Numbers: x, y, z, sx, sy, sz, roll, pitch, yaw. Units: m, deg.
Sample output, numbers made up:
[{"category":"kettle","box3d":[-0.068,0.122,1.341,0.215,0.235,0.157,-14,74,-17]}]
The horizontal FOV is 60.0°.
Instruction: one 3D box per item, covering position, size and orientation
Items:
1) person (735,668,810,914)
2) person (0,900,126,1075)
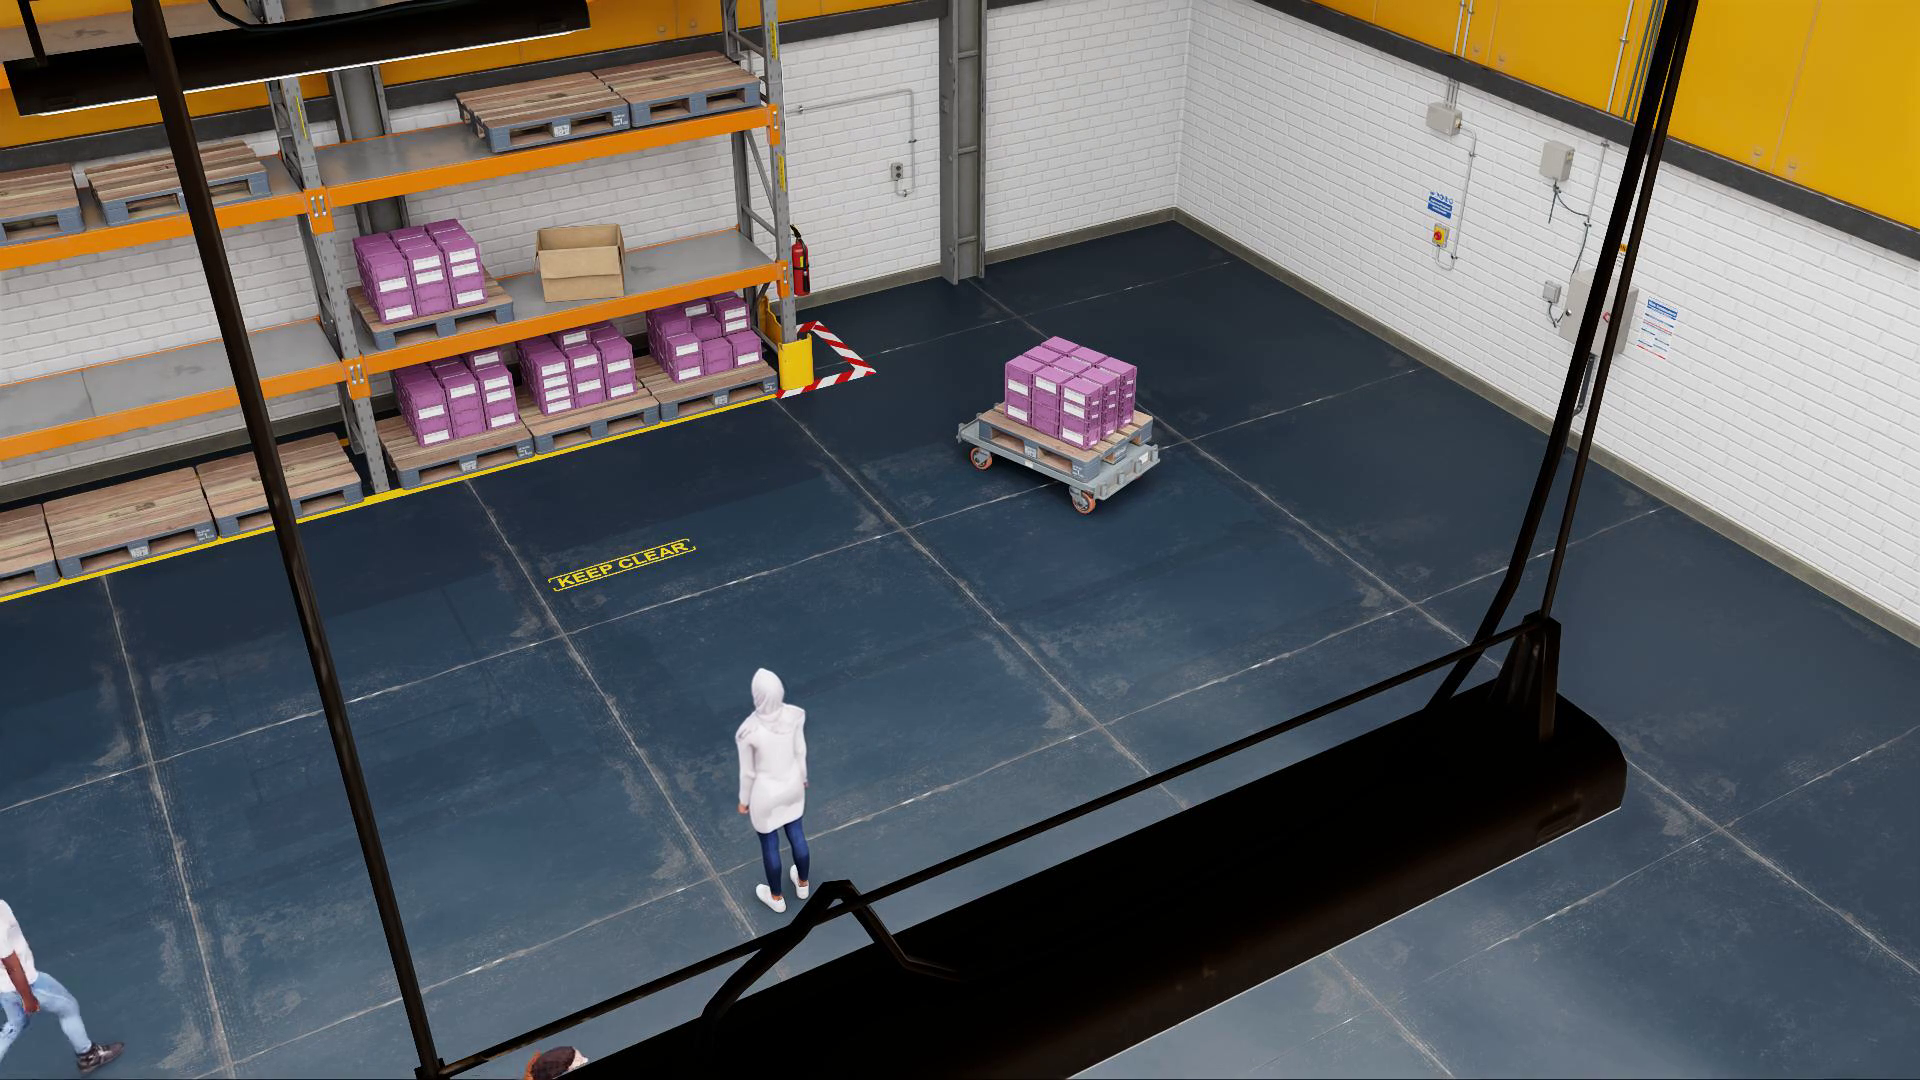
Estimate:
[{"category":"person","box3d":[-1.125,1.531,10.131,0.484,1.775,0.684,-20,39,-27]},{"category":"person","box3d":[-5.136,2.401,8.897,0.839,1.691,1.132,24,41,32]}]
